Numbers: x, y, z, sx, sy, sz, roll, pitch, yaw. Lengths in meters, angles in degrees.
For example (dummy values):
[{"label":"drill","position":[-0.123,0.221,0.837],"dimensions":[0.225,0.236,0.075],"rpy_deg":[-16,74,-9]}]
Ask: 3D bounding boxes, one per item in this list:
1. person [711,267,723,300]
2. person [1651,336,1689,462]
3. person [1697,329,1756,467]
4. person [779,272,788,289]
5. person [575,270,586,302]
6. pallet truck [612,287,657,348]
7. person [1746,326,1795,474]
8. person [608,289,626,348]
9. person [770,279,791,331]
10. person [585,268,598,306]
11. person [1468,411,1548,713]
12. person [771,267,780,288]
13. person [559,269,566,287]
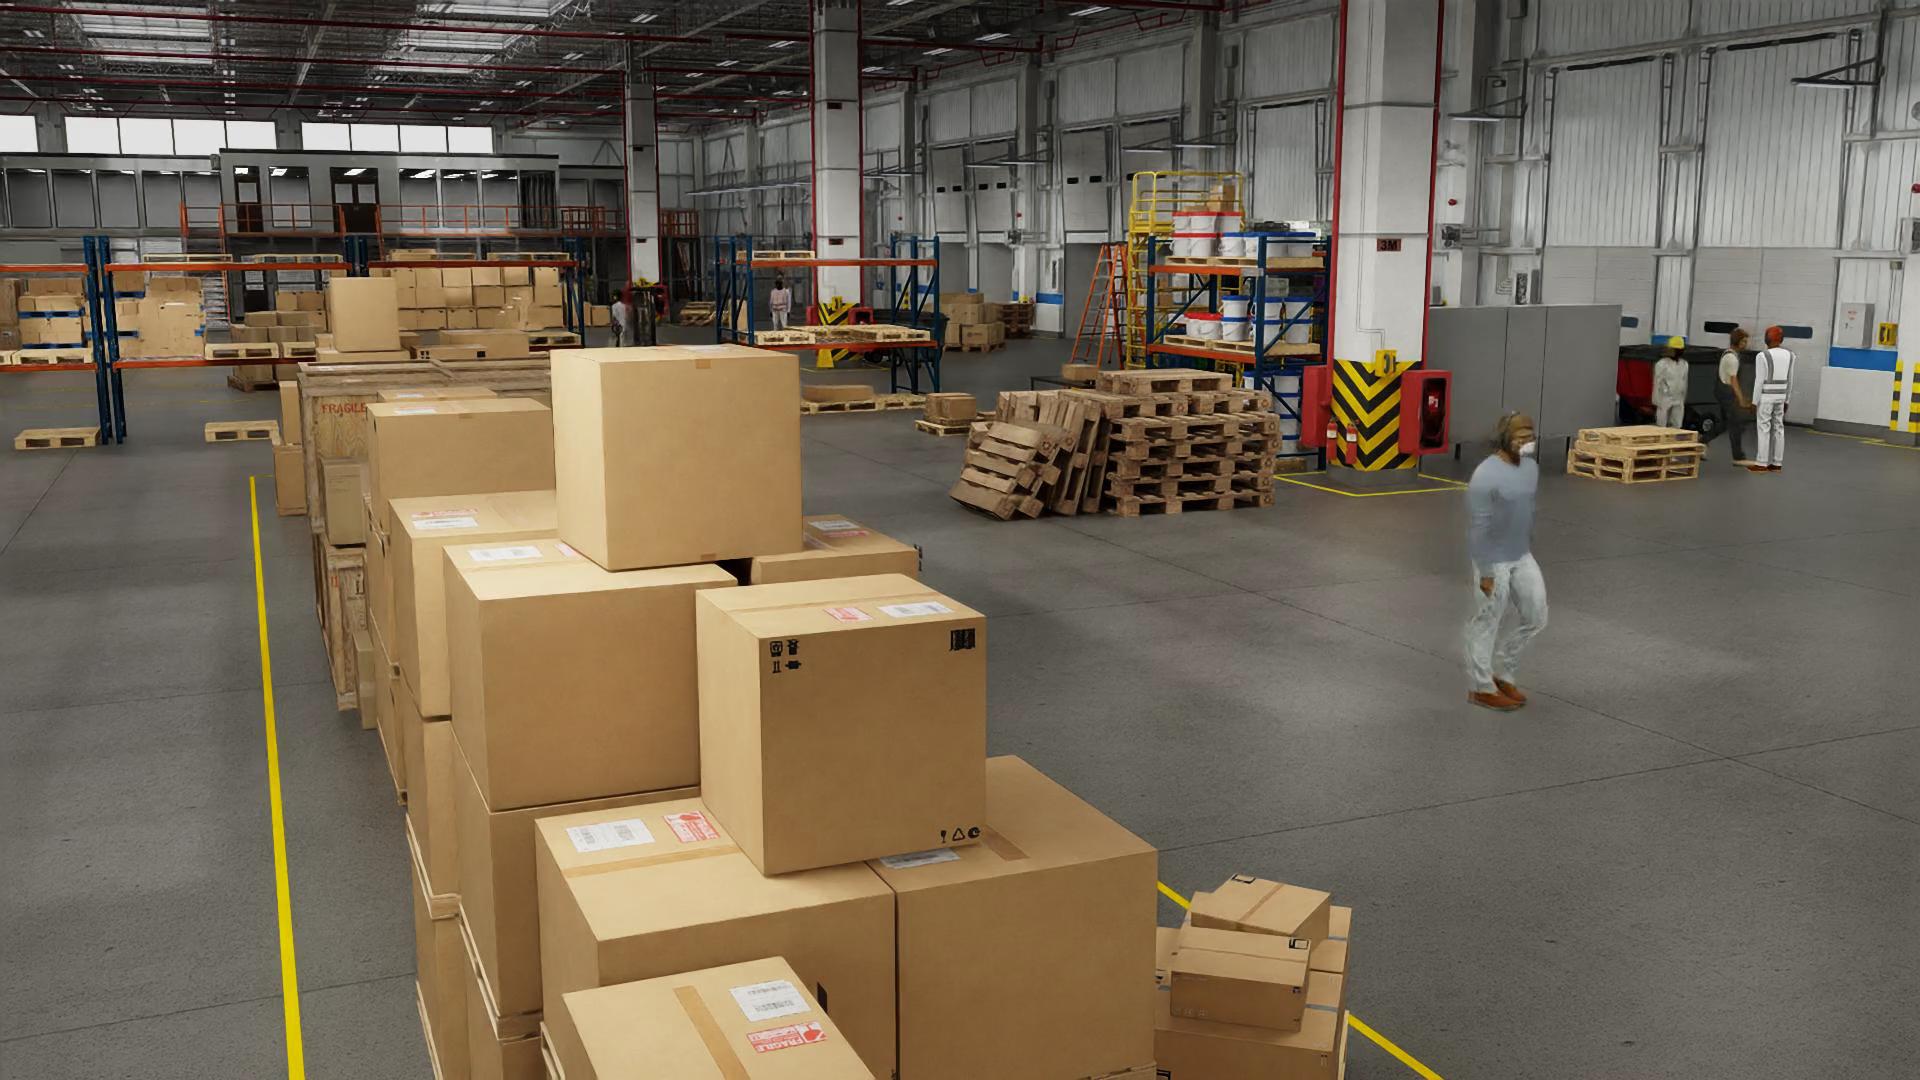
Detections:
[{"label":"person","position":[-11.858,-12.667,81.132],"dimensions":[0.622,1.927,0.740],"rpy_deg":[-2,10,-9]},{"label":"person","position":[9.422,-1.861,22.136],"dimensions":[0.490,1.728,0.527],"rpy_deg":[-2,11,-12]},{"label":"person","position":[10.118,-1.863,21.906],"dimensions":[0.873,1.809,0.593],"rpy_deg":[4,11,20]},{"label":"person","position":[-7.036,-9.730,65.602],"dimensions":[0.538,1.680,0.641],"rpy_deg":[-9,14,-41]},{"label":"person","position":[-15.384,-10.096,67.403],"dimensions":[0.311,1.768,0.532],"rpy_deg":[7,13,35]},{"label":"pallet truck","position":[-6.464,-4.406,35.401],"dimensions":[0.823,1.965,1.885],"rpy_deg":[6,12,32]},{"label":"person","position":[10.372,-1.787,21.280],"dimensions":[0.584,1.881,0.337],"rpy_deg":[-3,11,-18]},{"label":"person","position":[-7.746,-4.729,37.585],"dimensions":[0.404,1.851,0.549],"rpy_deg":[4,11,21]},{"label":"person","position":[-5.138,-6.509,47.422],"dimensions":[0.636,1.842,0.429],"rpy_deg":[3,11,16]},{"label":"person","position":[-14.735,-9.948,66.395],"dimensions":[0.619,1.838,0.430],"rpy_deg":[6,12,29]},{"label":"person","position":[3.460,0.151,10.484],"dimensions":[0.659,1.923,0.473],"rpy_deg":[-8,13,-36]},{"label":"person","position":[-6.798,-9.133,61.499],"dimensions":[0.441,1.975,0.629],"rpy_deg":[1,10,4]},{"label":"person","position":[-14.134,-8.683,59.181],"dimensions":[0.547,1.924,0.413],"rpy_deg":[8,13,38]}]
